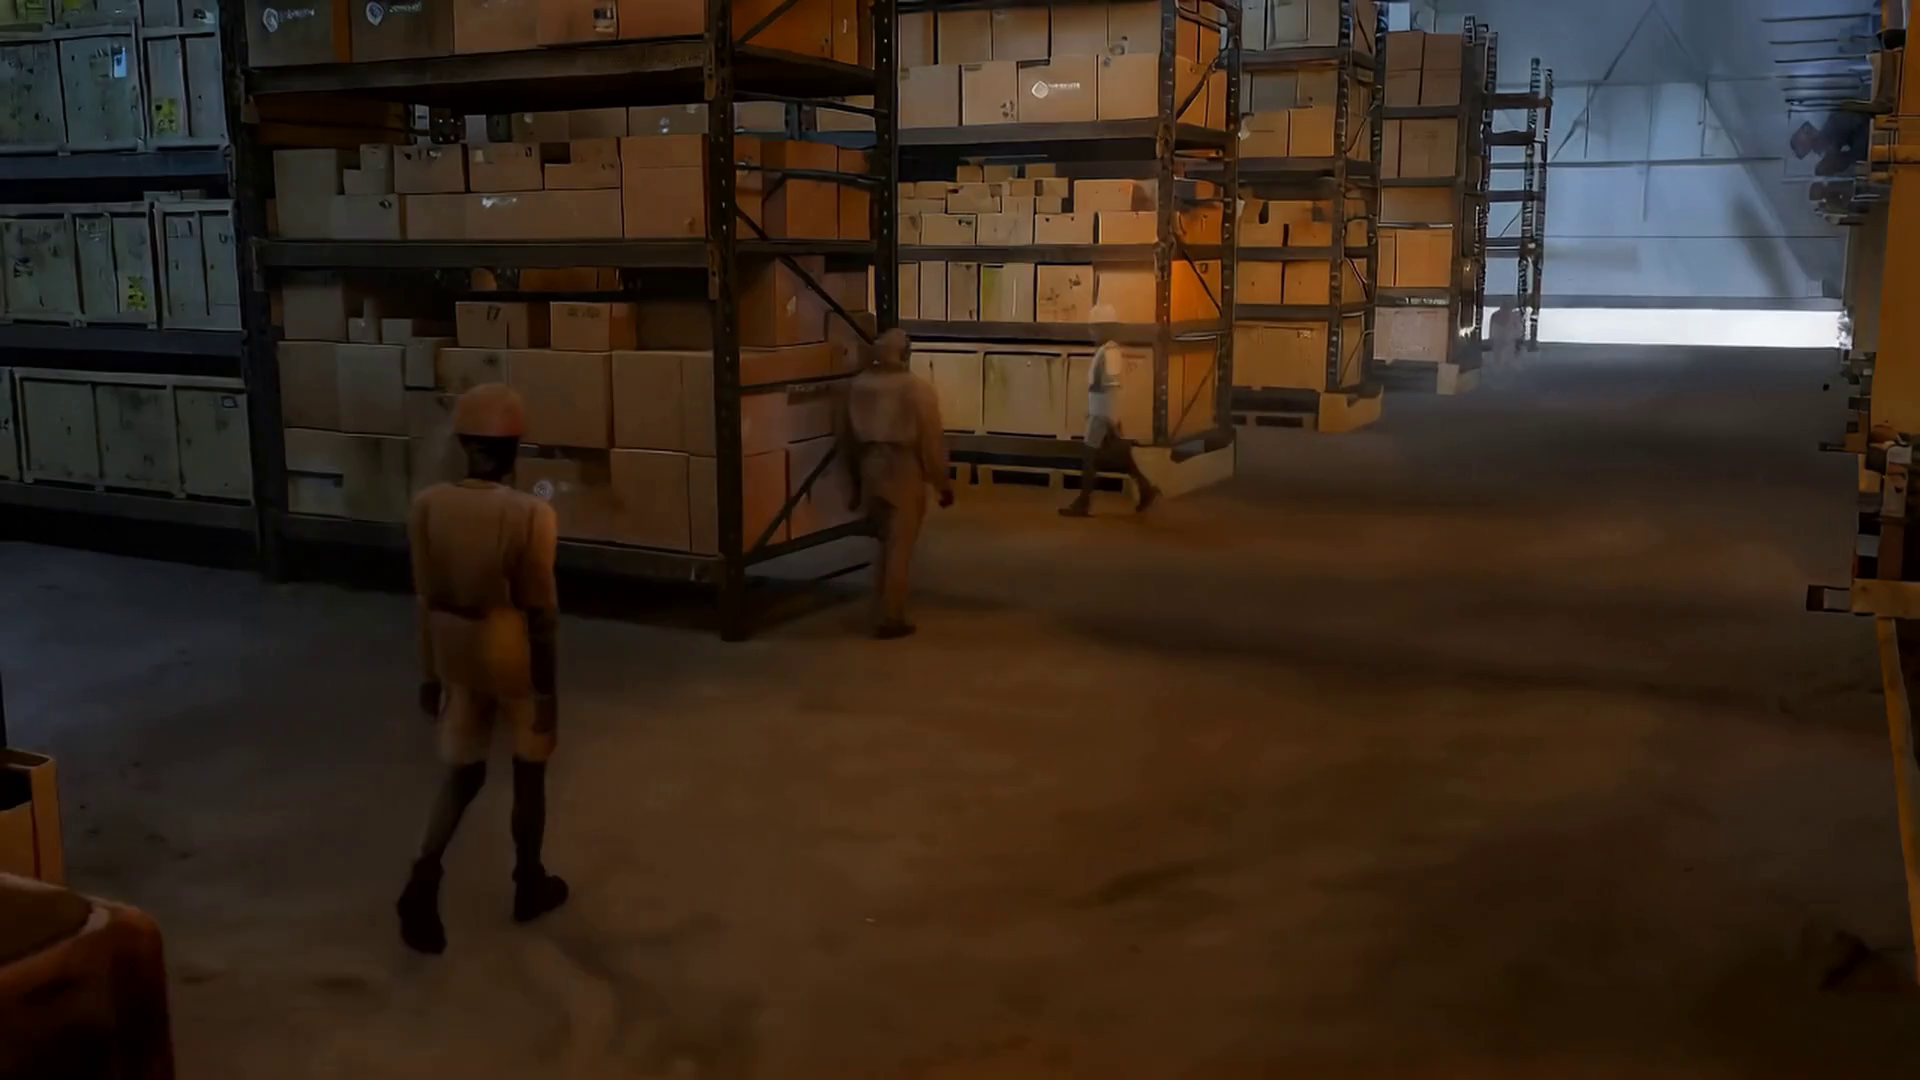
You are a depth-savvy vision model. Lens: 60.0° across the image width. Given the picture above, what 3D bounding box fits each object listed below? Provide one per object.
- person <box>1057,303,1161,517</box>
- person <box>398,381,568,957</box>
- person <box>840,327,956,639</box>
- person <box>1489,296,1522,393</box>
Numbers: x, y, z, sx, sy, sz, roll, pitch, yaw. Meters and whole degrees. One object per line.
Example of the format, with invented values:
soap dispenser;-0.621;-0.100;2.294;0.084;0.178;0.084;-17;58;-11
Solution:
person;1.345;-1.148;14.731;0.901;1.907;0.546;0;10;-3
person;-1.596;0.432;5.549;0.553;1.914;0.788;3;10;14
person;-0.359;-0.359;10.223;0.657;1.885;0.689;6;12;32
person;9.089;-3.257;27.750;0.522;1.612;0.686;5;11;26
